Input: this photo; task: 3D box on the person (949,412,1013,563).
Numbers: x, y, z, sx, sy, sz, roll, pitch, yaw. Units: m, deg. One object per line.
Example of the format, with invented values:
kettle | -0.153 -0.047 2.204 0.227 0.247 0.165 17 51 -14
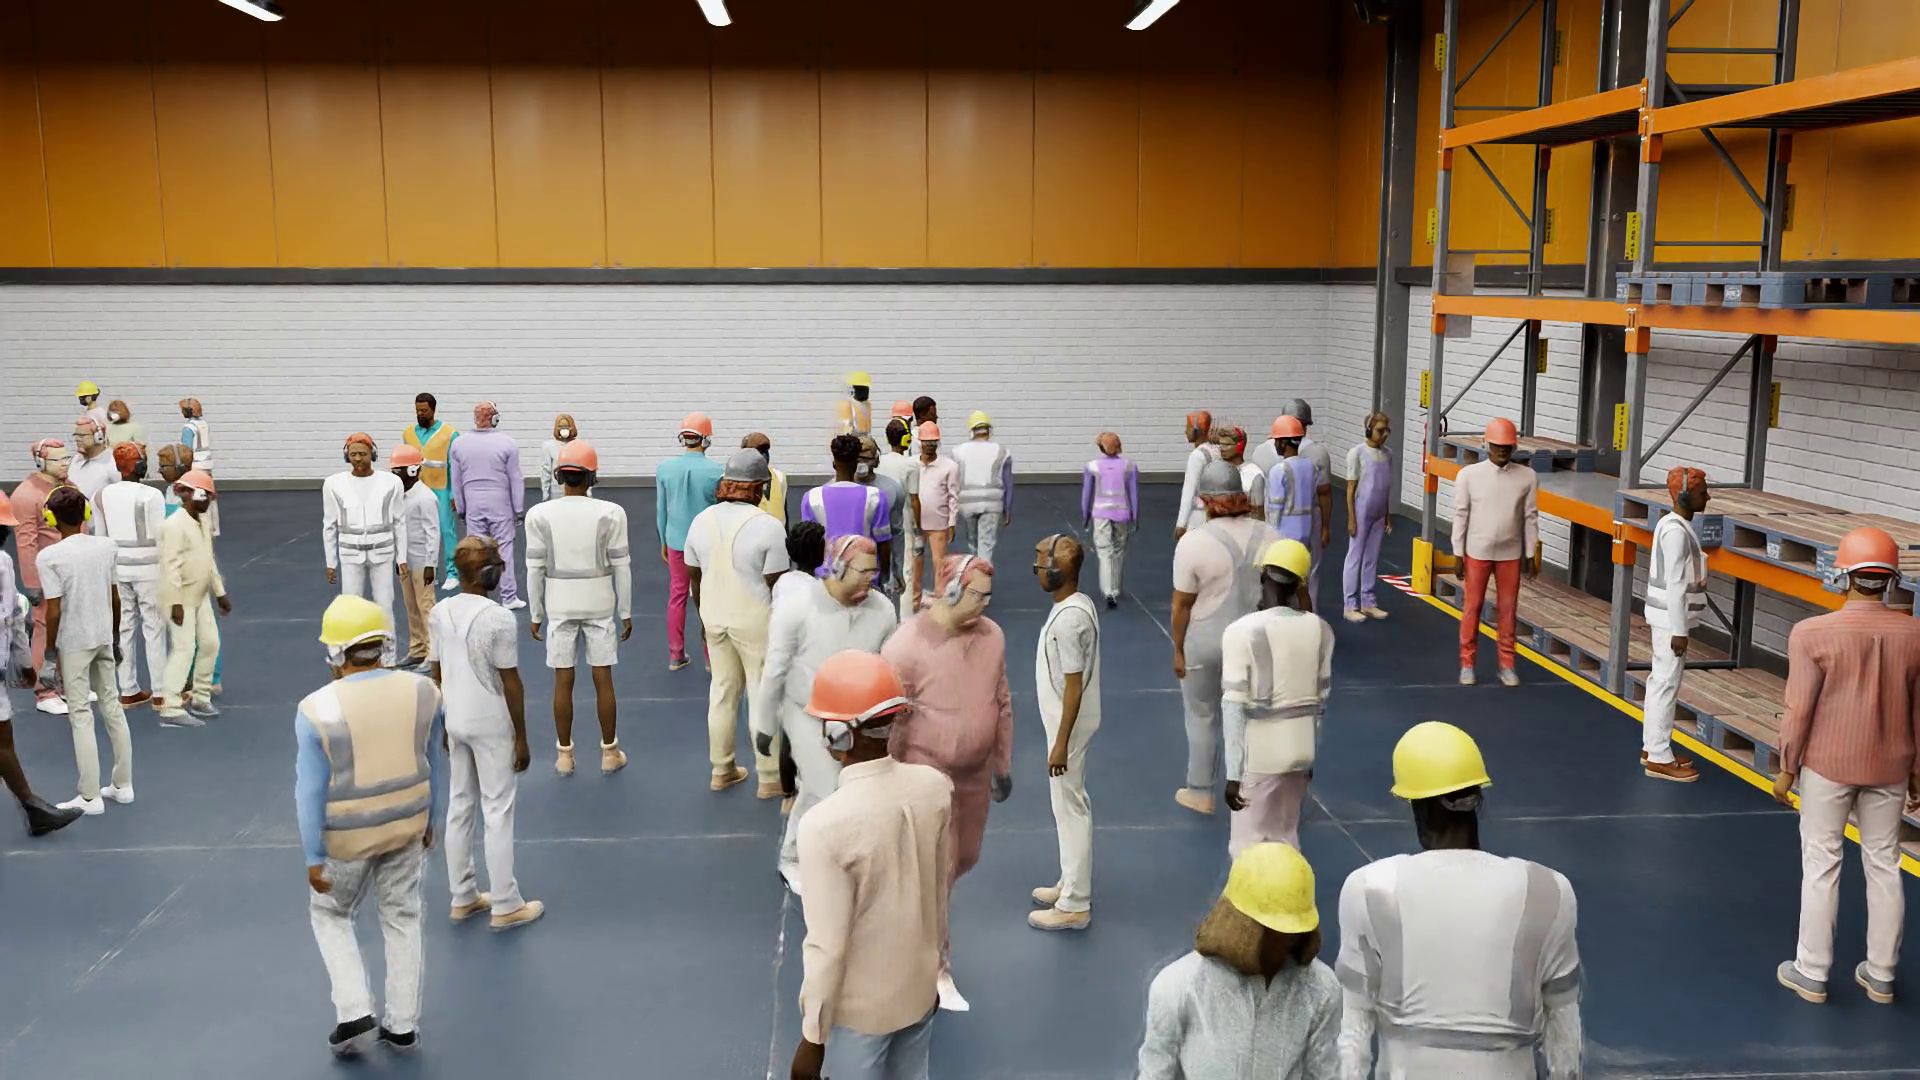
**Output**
person | 0.183 -0.295 15.404 0.608 1.764 0.927 2 9 10

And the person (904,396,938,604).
person | -0.380 -0.373 15.386 0.386 1.918 0.590 0 9 -1

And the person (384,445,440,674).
person | -4.166 0.144 12.652 0.342 1.748 0.572 -8 12 -42

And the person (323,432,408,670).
person | -4.372 0.142 12.258 0.581 1.882 0.339 -3 10 -19

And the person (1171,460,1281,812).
person | 1.491 0.546 9.232 0.688 2.000 0.729 -4 10 -24

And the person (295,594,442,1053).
person | -2.275 1.109 6.421 0.595 1.818 0.427 -8 12 -42

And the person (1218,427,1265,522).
person | 2.176 0.020 13.138 0.374 1.843 0.573 -6 11 -31

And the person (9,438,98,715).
person | -6.256 0.241 11.569 0.403 1.906 0.651 1 9 5

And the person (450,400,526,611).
person | -4.226 -0.304 14.984 0.651 1.907 0.409 1 9 5

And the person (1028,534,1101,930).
person | 0.487 0.884 7.728 0.328 1.842 0.514 1 9 8

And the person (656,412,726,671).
person | -2.019 0.020 12.723 0.607 1.987 0.398 2 9 10

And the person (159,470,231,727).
person | -5.226 0.381 11.306 0.356 1.713 0.585 0 9 -2

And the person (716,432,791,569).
person | -1.536 0.102 12.635 0.627 1.847 0.429 -8 12 -42

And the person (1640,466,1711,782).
person | 4.320 0.496 10.037 0.355 1.883 0.574 3 10 19

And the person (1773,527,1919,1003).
person | 3.713 0.935 6.927 0.618 1.993 0.396 1 9 5

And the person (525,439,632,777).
person | -2.294 0.412 10.063 0.614 2.040 0.390 -1 9 -7

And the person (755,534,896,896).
person | -0.584 0.873 7.867 0.651 1.825 1.054 -8 12 -40

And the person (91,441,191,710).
person | -5.710 0.251 11.576 0.573 1.883 0.355 2 9 13

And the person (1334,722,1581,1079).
person | 1.290 1.402 4.320 0.631 1.887 0.761 2 9 15

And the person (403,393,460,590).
person | -5.077 -0.472 16.049 0.592 1.911 0.390 2 9 14

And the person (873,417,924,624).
person | -0.512 -0.066 13.607 0.512 1.871 0.329 6 11 33

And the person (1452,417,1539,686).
person | 3.943 0.088 12.260 0.615 1.995 0.395 1 9 5

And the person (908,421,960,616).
person | -0.285 -0.171 14.618 0.562 1.756 0.318 2 9 14

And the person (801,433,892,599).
person | -0.768 0.257 11.273 0.613 1.964 0.361 -1 9 -4

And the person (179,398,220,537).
person | -8.714 -0.807 19.026 0.317 1.630 0.509 0 9 -2

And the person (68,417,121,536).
person | -6.869 -0.028 13.249 0.636 1.911 0.404 4 10 24

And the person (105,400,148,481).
person | -9.706 -0.837 19.318 0.511 1.593 0.865 1 9 6

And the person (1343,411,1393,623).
person | 3.588 -0.205 14.558 0.506 1.845 0.351 -6 11 -32

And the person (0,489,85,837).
person | -5.183 0.662 8.981 0.875 1.889 0.570 0 9 0

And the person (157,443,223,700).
person | -5.526 0.222 11.894 0.505 1.841 0.346 7 11 36

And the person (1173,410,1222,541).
person | 2.045 -0.180 14.305 0.399 1.870 0.593 3 10 20

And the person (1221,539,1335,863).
person | 1.328 0.951 7.214 0.727 1.875 0.479 -6 11 -33

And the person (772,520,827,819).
person | -0.836 0.734 9.123 0.320 1.697 0.531 -6 11 -33

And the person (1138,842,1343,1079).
person | 0.670 1.532 4.005 0.523 1.719 0.425 -2 9 -15

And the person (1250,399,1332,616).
person | 2.736 -0.155 13.632 0.674 2.000 0.535 5 10 29

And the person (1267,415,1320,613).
person | 2.580 -0.021 13.141 0.547 1.928 0.379 -8 12 -41

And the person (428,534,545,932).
person | -2.206 0.889 7.693 0.514 1.842 0.328 4 10 26

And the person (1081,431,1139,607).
person | 1.385 -0.198 15.297 0.530 1.603 0.826 0 9 0

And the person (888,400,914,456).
person | -0.575 -0.558 17.059 0.336 1.749 0.575 -3 9 -16

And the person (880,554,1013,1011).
person | -0.107 0.973 7.138 0.708 1.880 0.793 -8 12 -40

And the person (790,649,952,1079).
person | -0.265 1.289 4.717 0.401 1.989 0.623 6 11 34

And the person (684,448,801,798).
person | -1.220 0.469 9.713 0.689 2.000 0.537 5 10 30

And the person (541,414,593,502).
person | -3.988 -0.471 16.892 0.507 1.632 0.268 -3 9 -16

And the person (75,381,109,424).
person | -10.397 -1.025 19.984 0.527 1.759 0.339 6 11 34

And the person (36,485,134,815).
person | -4.937 0.617 9.347 0.332 1.865 0.520 4 10 23

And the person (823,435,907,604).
person | -0.672 0.233 11.520 0.635 1.935 0.349 -3 10 -20
